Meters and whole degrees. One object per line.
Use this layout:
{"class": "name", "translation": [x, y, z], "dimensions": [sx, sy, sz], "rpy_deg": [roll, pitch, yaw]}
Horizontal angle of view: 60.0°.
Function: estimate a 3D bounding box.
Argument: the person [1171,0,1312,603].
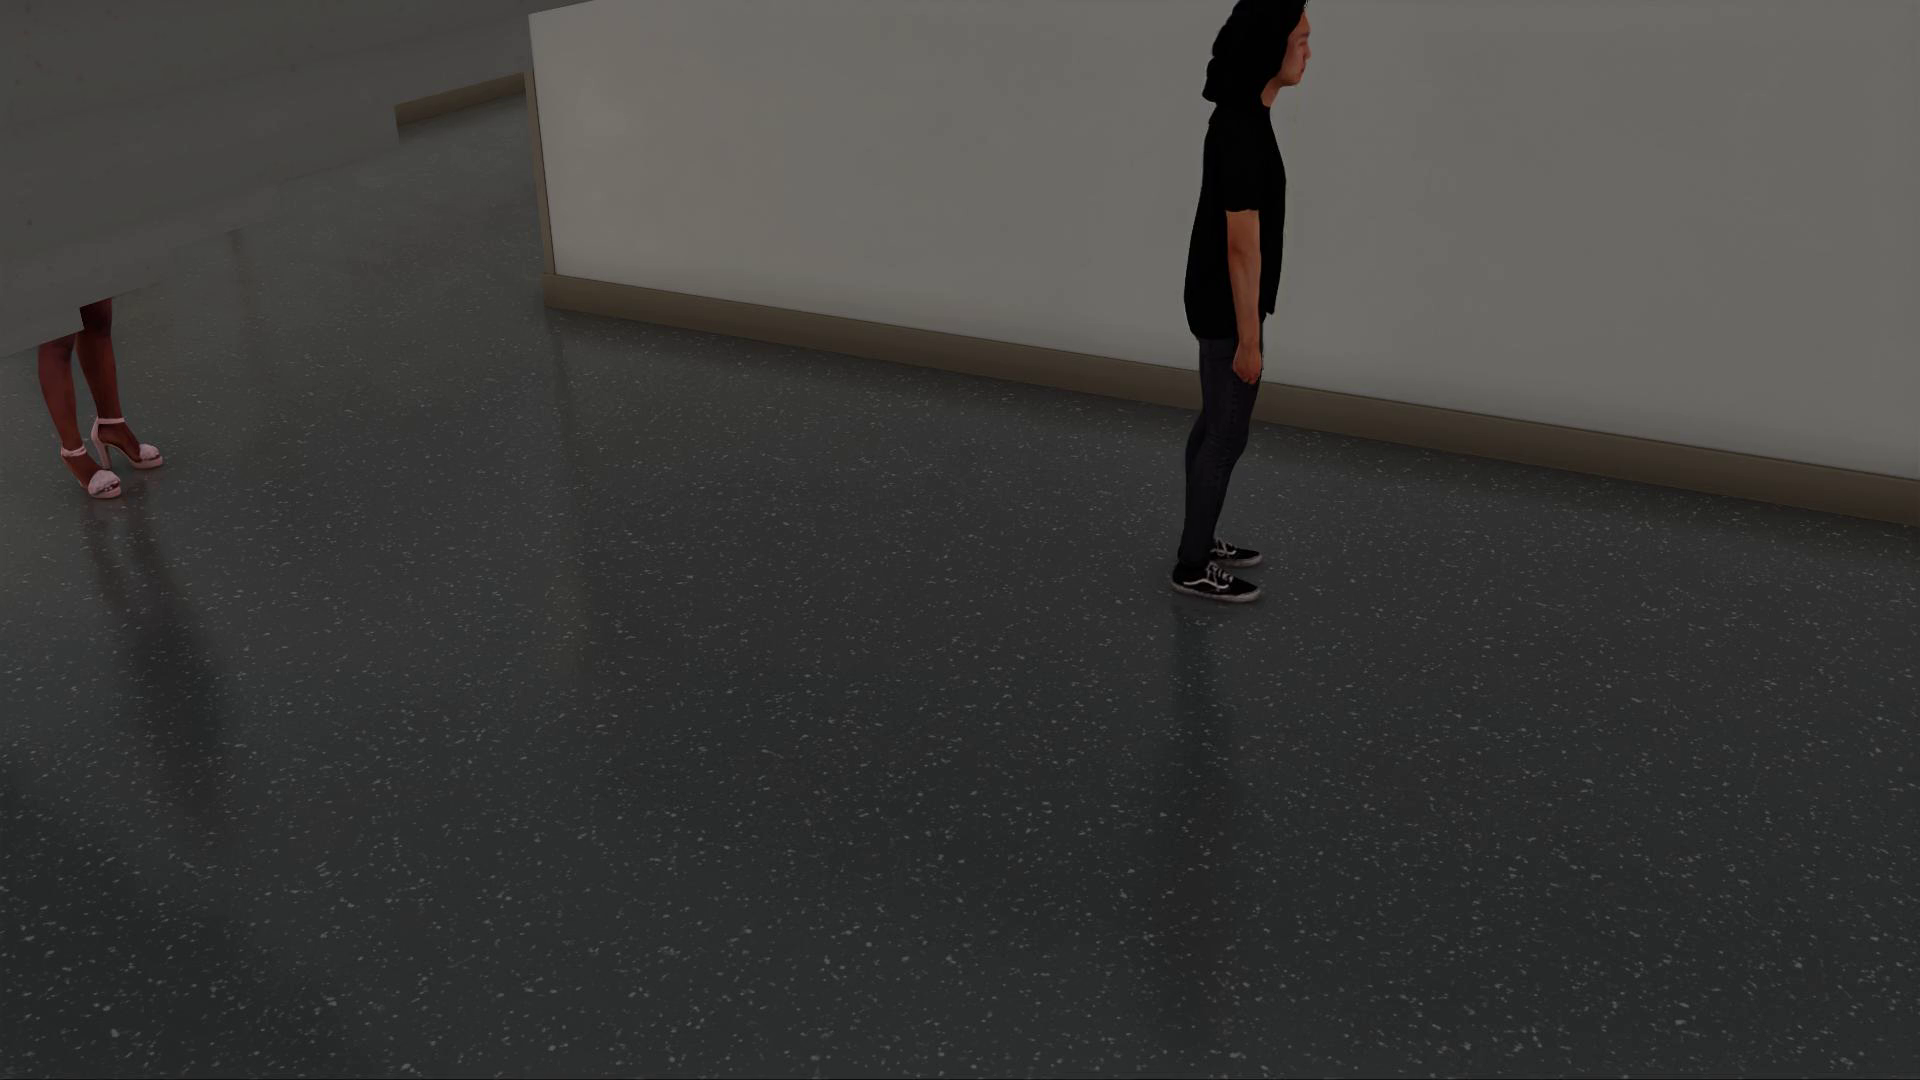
{"class": "person", "translation": [0.788, -0.665, 4.935], "dimensions": [0.655, 1.748, 0.693], "rpy_deg": [2, 26, 4]}
